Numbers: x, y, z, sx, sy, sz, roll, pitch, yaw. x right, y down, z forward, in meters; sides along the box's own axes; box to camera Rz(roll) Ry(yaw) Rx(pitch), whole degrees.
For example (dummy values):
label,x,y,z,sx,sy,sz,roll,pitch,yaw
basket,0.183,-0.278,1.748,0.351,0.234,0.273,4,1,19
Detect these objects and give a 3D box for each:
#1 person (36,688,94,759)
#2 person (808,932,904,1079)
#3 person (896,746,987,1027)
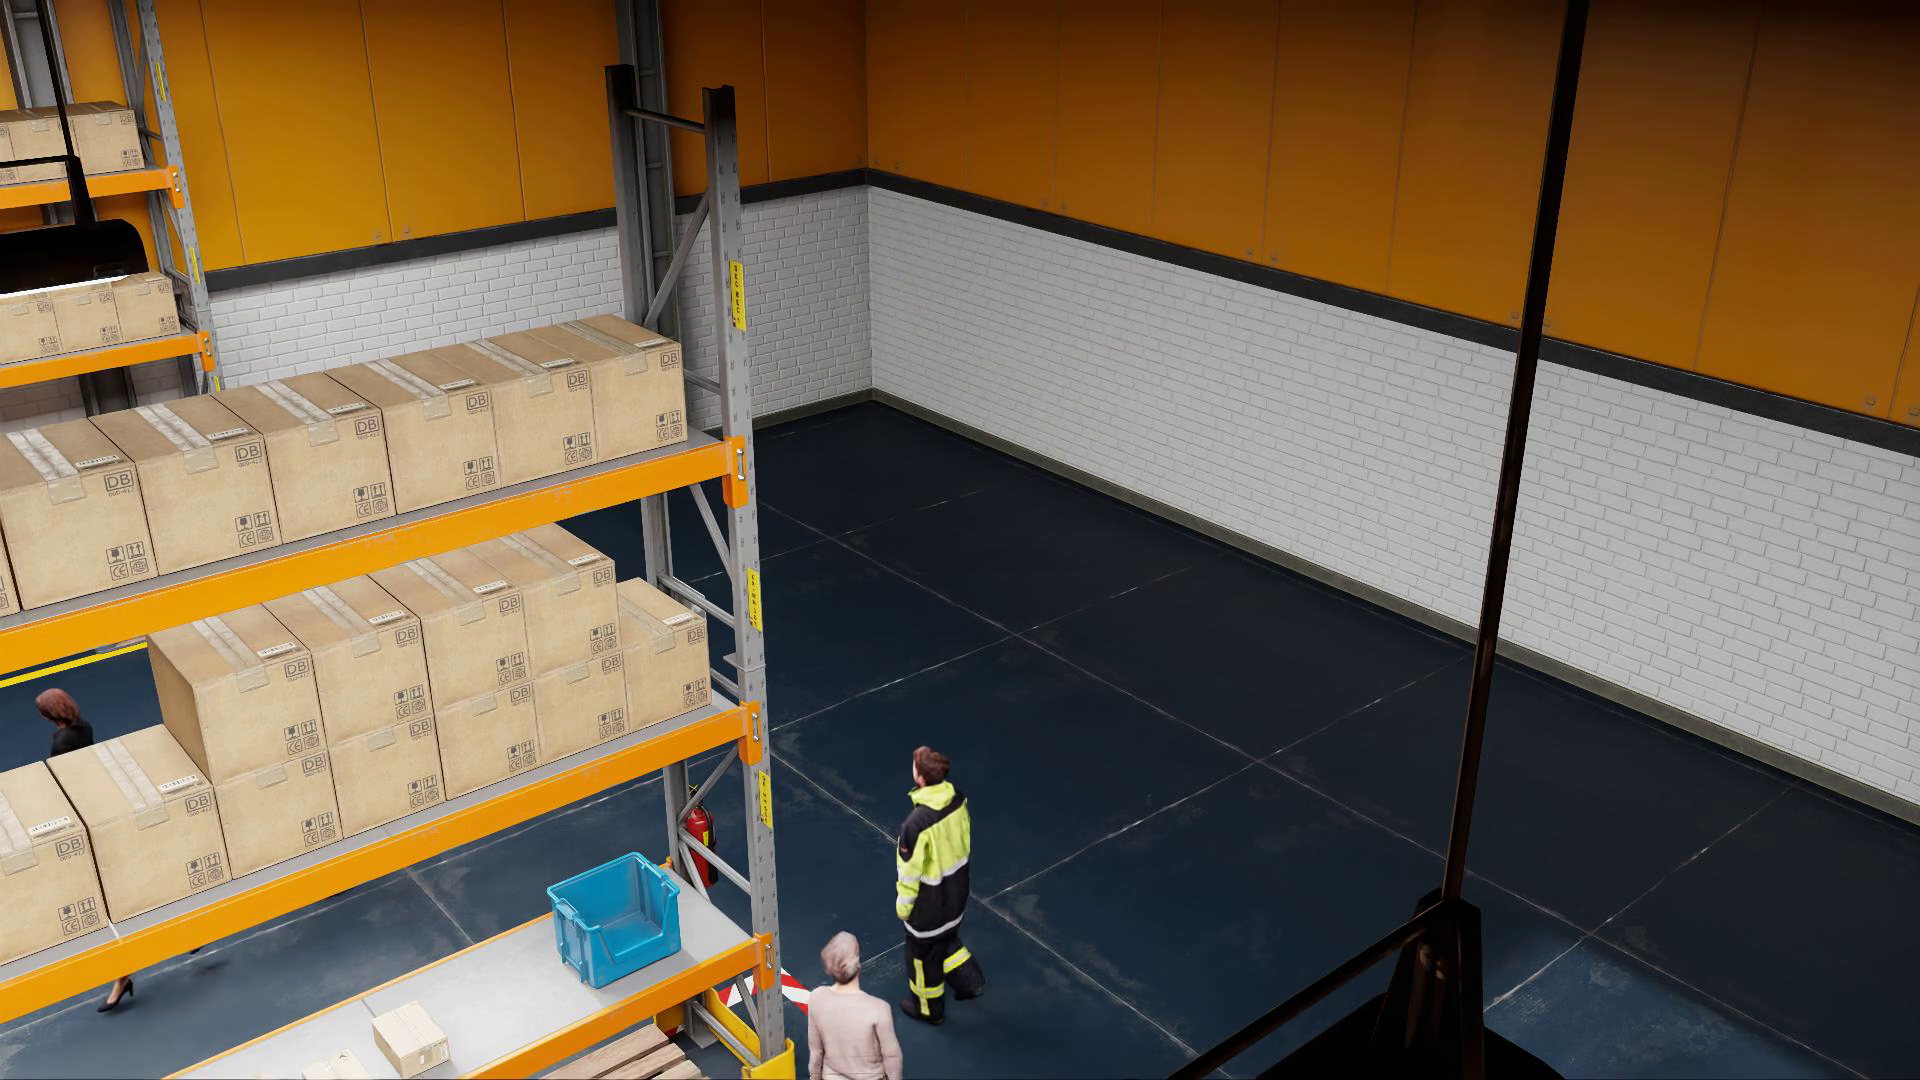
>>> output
label,x,y,z,sx,sy,sz,roll,pitch,yaw
person,-5.963,1.813,11.606,0.972,1.666,0.897,-2,24,-5
person,-0.585,2.975,8.734,0.975,1.836,1.301,13,27,27
person,-0.102,2.200,10.347,0.958,1.964,0.867,13,27,28
